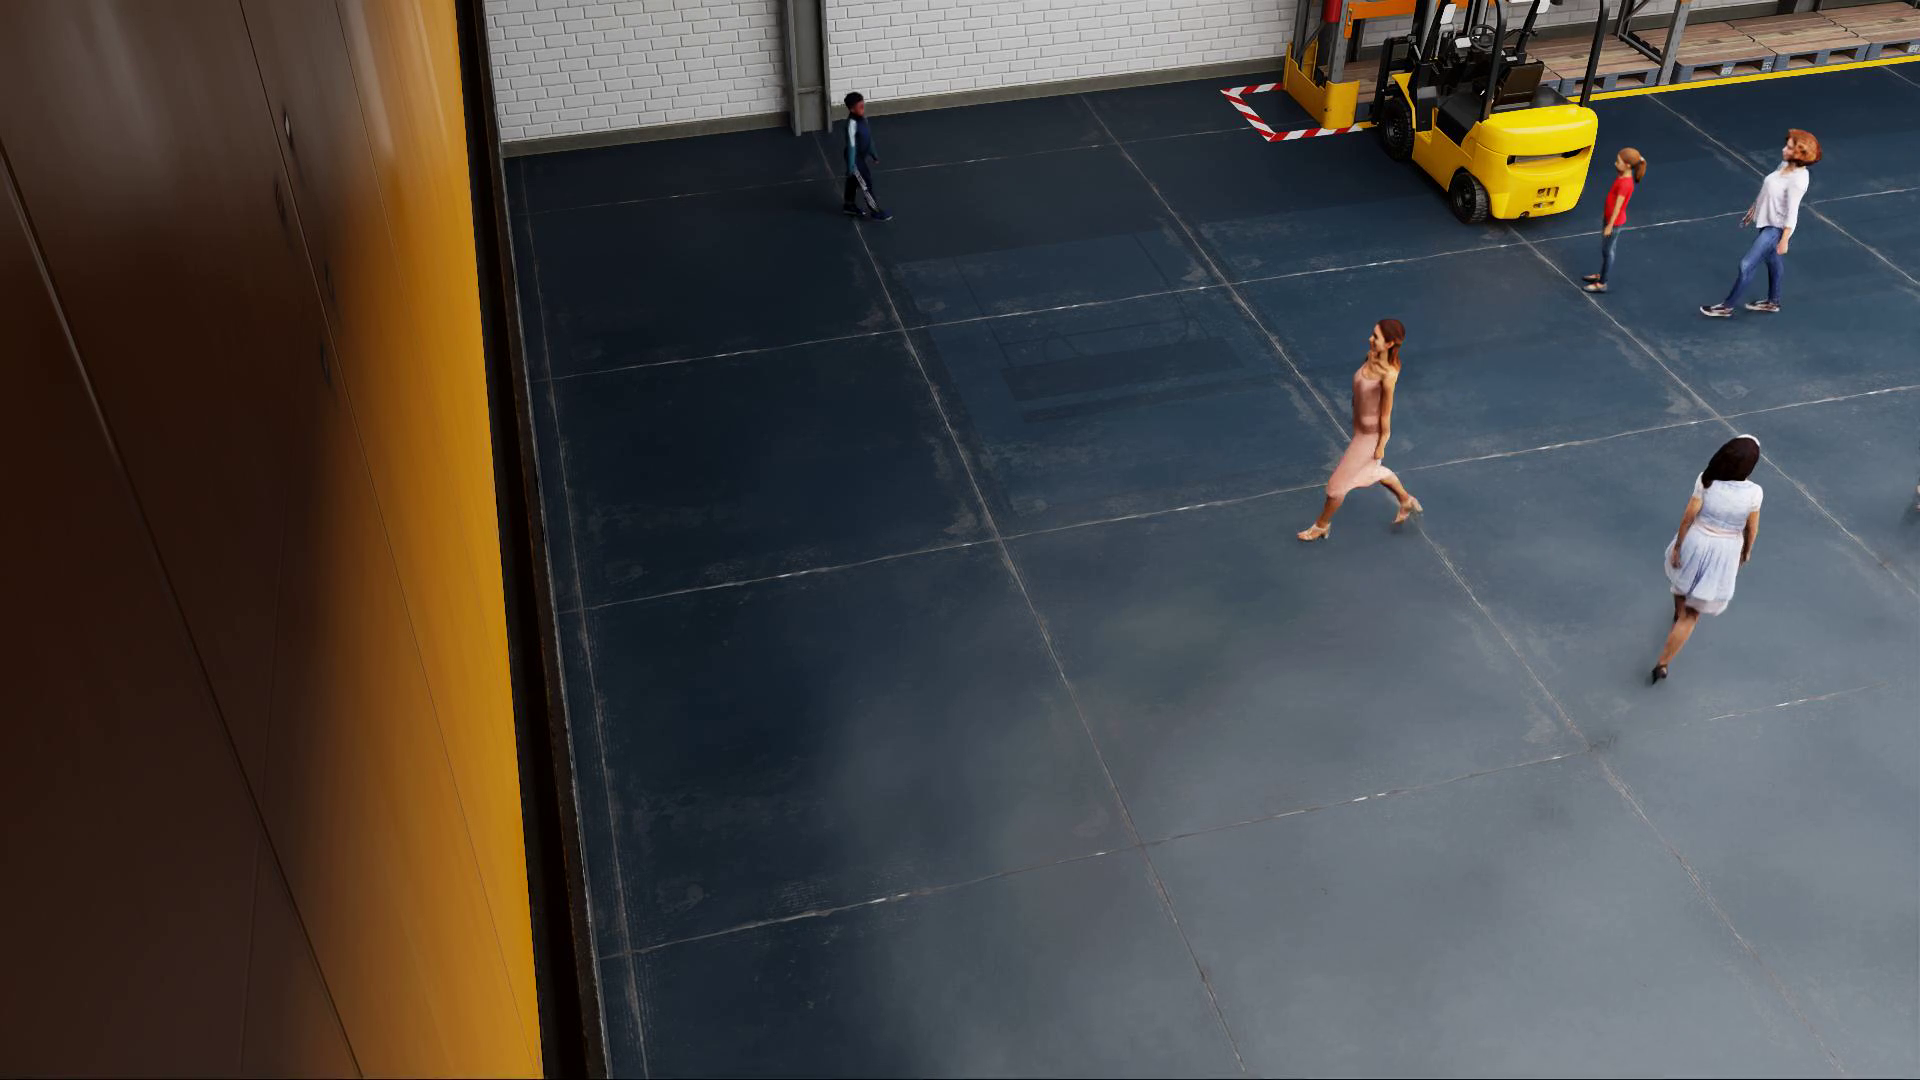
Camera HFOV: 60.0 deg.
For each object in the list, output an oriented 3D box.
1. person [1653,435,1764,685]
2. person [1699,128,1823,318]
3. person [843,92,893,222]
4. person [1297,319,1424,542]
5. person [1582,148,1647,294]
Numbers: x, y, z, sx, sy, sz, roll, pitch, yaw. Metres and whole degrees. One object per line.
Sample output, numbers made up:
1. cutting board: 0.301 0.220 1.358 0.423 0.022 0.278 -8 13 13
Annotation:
1. person: 4.645 0.185 10.412 1.039 1.780 1.167 27 46 30
2. person: 6.982 -2.644 14.030 1.052 1.685 0.905 9 39 11
3. person: -1.017 -3.610 15.596 0.840 1.240 0.718 10 40 12
4. person: 2.923 -0.736 11.555 1.191 1.792 0.772 -1 39 -1
5. person: 5.732 -2.799 14.527 0.599 1.307 0.555 10 40 12
